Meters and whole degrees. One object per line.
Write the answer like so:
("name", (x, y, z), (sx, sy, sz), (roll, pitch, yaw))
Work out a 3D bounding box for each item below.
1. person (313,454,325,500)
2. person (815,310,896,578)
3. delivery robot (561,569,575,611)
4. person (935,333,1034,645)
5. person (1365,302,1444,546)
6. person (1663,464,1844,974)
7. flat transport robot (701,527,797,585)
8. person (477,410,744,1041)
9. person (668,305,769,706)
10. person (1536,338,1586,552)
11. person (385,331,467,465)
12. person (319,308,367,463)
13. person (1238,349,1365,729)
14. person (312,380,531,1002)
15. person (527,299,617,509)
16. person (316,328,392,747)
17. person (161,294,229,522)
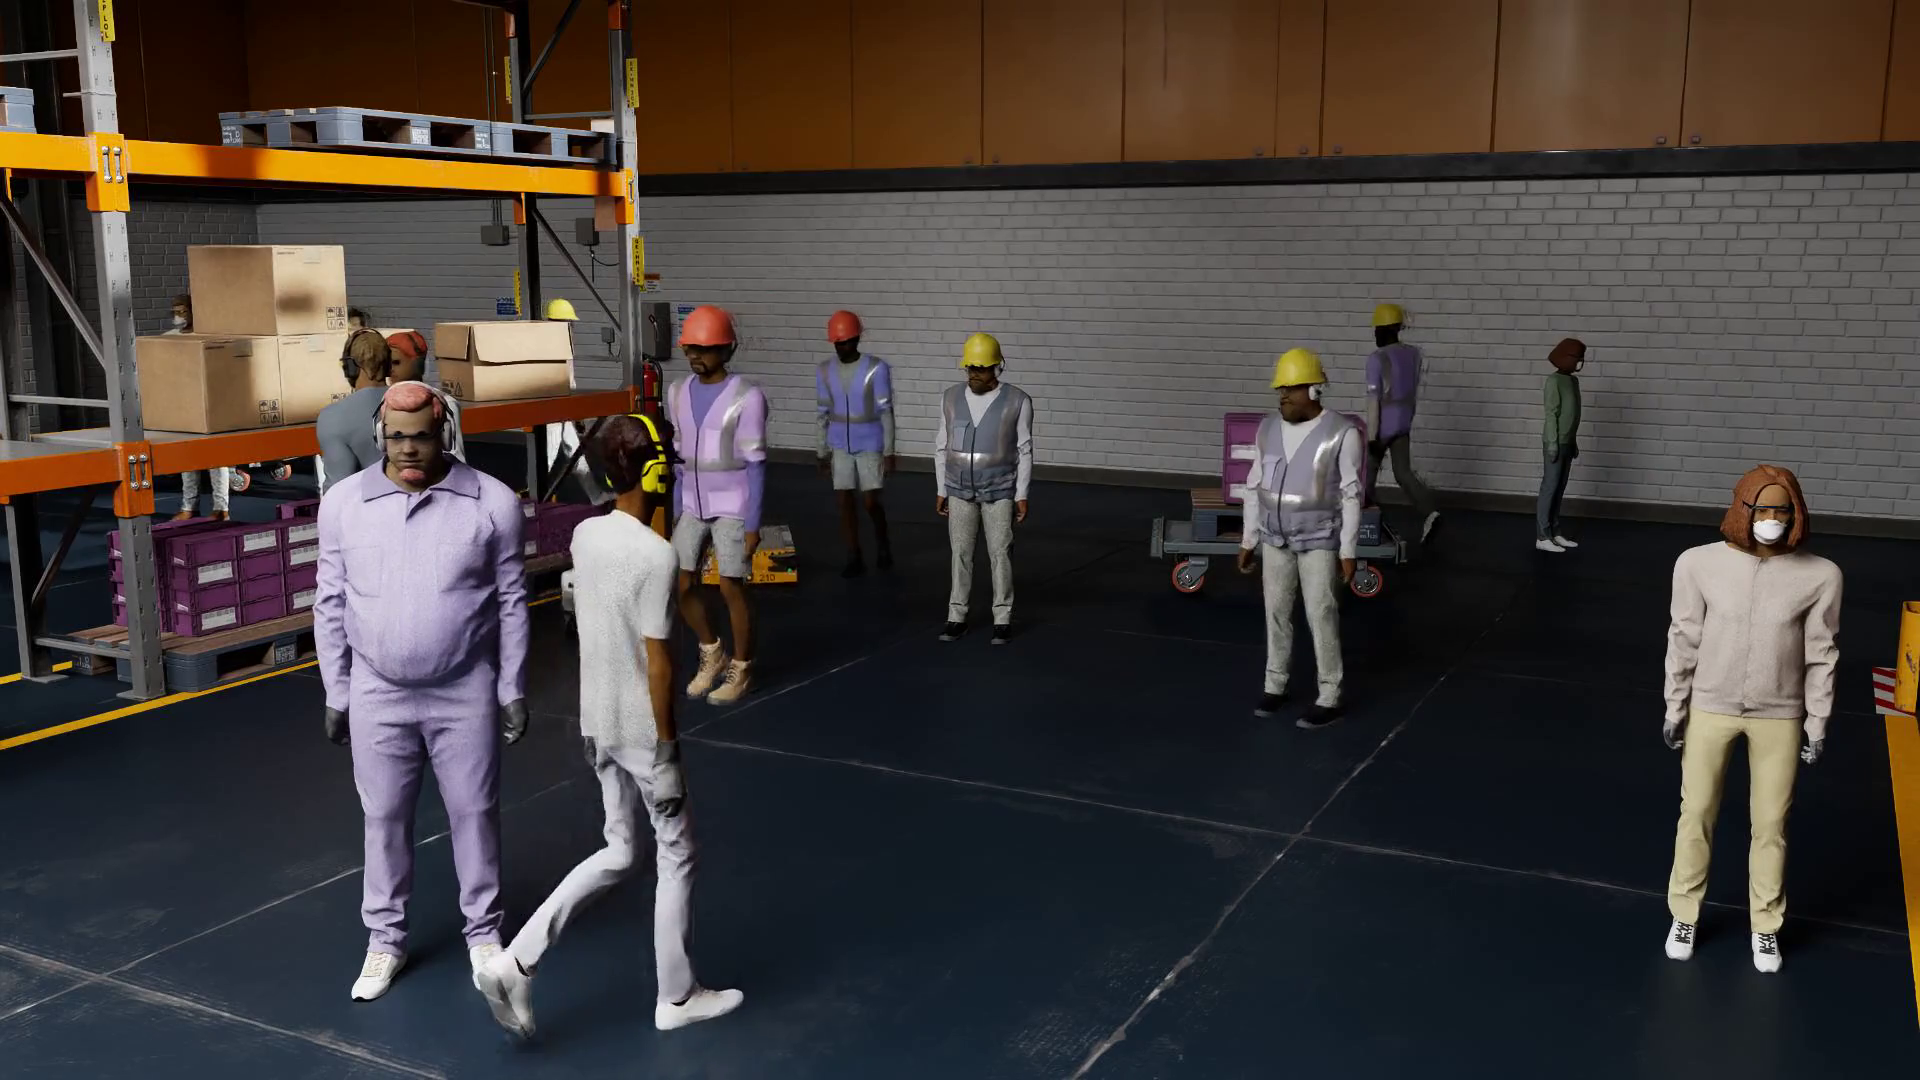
("person", (-5.734, -1.251, 15.196), (0.623, 1.844, 0.429), (-2, 10, -11))
("person", (-0.736, -0.663, 11.657), (0.577, 1.899, 0.587), (3, 10, 18))
("delivery robot", (-2.087, 0.241, 10.003), (0.477, 0.478, 0.707), (3, 10, 19))
("person", (0.128, -0.294, 9.713), (0.588, 1.822, 0.403), (3, 10, 17))
("person", (3.387, -0.891, 12.930), (0.591, 1.901, 0.835), (-6, 11, -30))
("person", (2.507, 0.566, 5.304), (0.496, 1.629, 0.277), (4, 11, 22))
("flat transport robot", (-1.533, 0.088, 11.984), (0.652, 0.197, 1.431), (-1, 10, -8))
("person", (-0.989, 0.559, 4.721), (0.714, 1.848, 0.517), (-8, 13, -40))
("person", (-1.225, -0.158, 8.340), (0.636, 2.020, 0.480), (6, 11, 30))
("person", (4.625, -0.731, 12.789), (0.289, 1.633, 0.497), (8, 12, 38))
("person", (-2.804, -0.139, 8.630), (0.585, 1.882, 0.337), (6, 11, 29))
("person", (-4.342, -0.704, 11.901), (0.654, 1.882, 1.047), (7, 12, 35))
("person", (1.657, -0.004, 8.104), (0.609, 1.820, 0.403), (10, 14, 44))
("person", (-1.642, 0.462, 5.106), (0.638, 1.903, 0.408), (-2, 10, -10))
("person", (-3.426, -1.148, 14.509), (0.958, 1.873, 0.604), (-4, 11, -24))
("person", (-2.666, 0.000, 7.670), (0.366, 1.938, 0.630), (6, 11, 31))
("person", (-6.428, -1.089, 13.983), (0.654, 1.937, 0.368), (1, 10, 7))
